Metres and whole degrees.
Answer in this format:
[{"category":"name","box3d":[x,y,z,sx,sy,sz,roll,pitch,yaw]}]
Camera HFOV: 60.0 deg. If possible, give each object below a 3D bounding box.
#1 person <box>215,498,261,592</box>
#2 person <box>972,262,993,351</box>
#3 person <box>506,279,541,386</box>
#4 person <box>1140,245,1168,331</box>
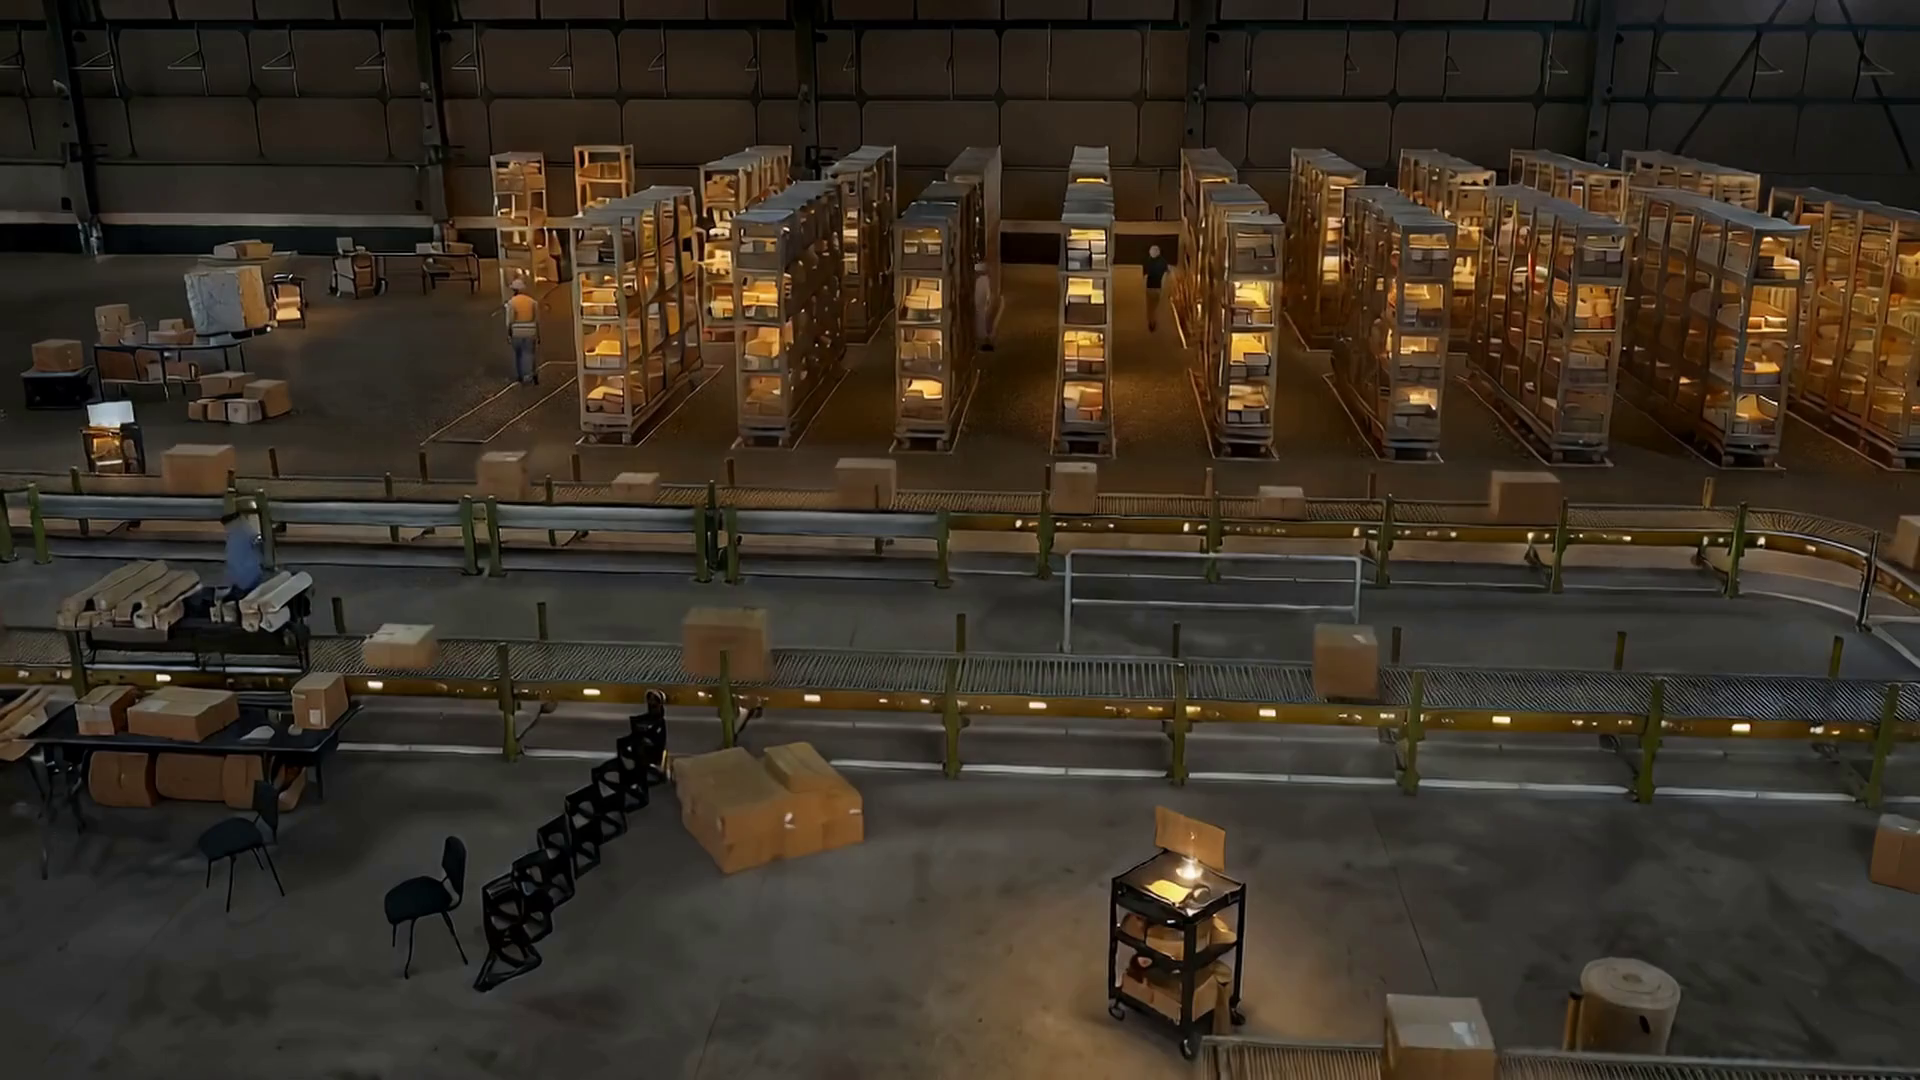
[{"category":"person","box3d":[-7.491,0.381,17.520,0.867,1.733,0.537,-2,18,-6]},{"category":"person","box3d":[0.328,-4.697,33.518,0.766,1.796,0.618,2,18,5]},{"category":"person","box3d":[-7.975,-3.798,30.418,0.608,1.950,0.386,-9,19,-25]},{"category":"person","box3d":[4.164,-5.428,35.781,0.605,1.827,0.549,-1,18,-2]}]
